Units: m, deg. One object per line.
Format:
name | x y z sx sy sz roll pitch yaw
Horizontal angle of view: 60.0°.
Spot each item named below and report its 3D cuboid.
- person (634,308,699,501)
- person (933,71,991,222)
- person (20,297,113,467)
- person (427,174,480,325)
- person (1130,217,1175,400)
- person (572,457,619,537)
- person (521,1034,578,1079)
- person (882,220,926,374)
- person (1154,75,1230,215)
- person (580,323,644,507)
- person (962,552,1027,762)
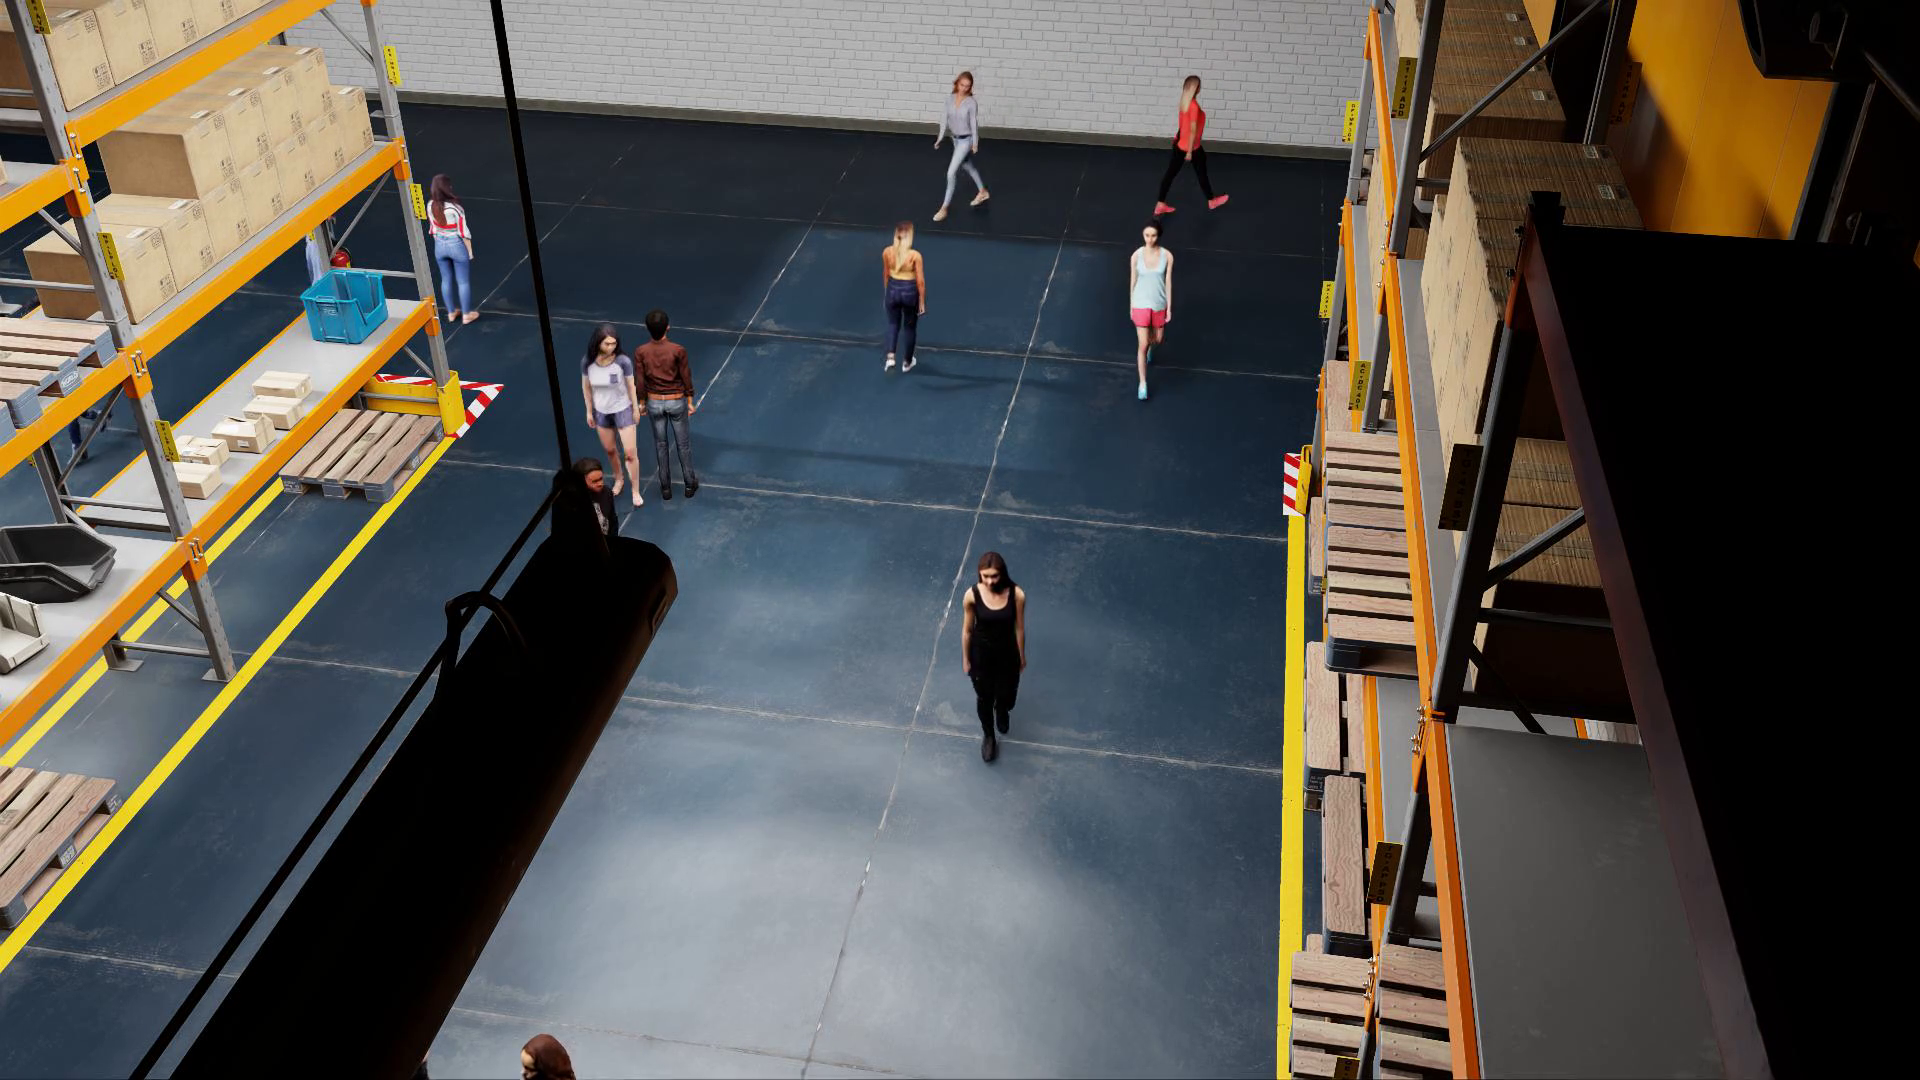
person | -2.523 -1.161 14.316 0.688 1.781 0.603 -2 34 -3
person | 0.075 -4.695 19.672 1.220 1.739 1.078 -26 41 -33
person | -8.017 -1.452 14.910 0.782 1.609 0.906 18 38 25
person | -5.288 -3.022 17.270 0.594 1.611 0.502 7 34 10
person | 1.827 -2.264 16.015 0.698 1.738 1.073 1 34 1
person | -2.799 0.069 12.572 0.753 1.664 0.812 -21 39 -28
person | -1.953 2.990 8.354 0.692 1.468 0.723 26 41 33
person | -0.580 -2.322 16.208 0.638 1.620 0.834 9 35 13
person | 2.586 -4.605 19.625 1.019 1.641 1.139 -10 35 -15
person | -2.983 -1.119 14.333 0.639 1.693 0.658 8 35 12
person | 0.242 0.753 11.531 0.645 1.677 0.720 1 34 1
